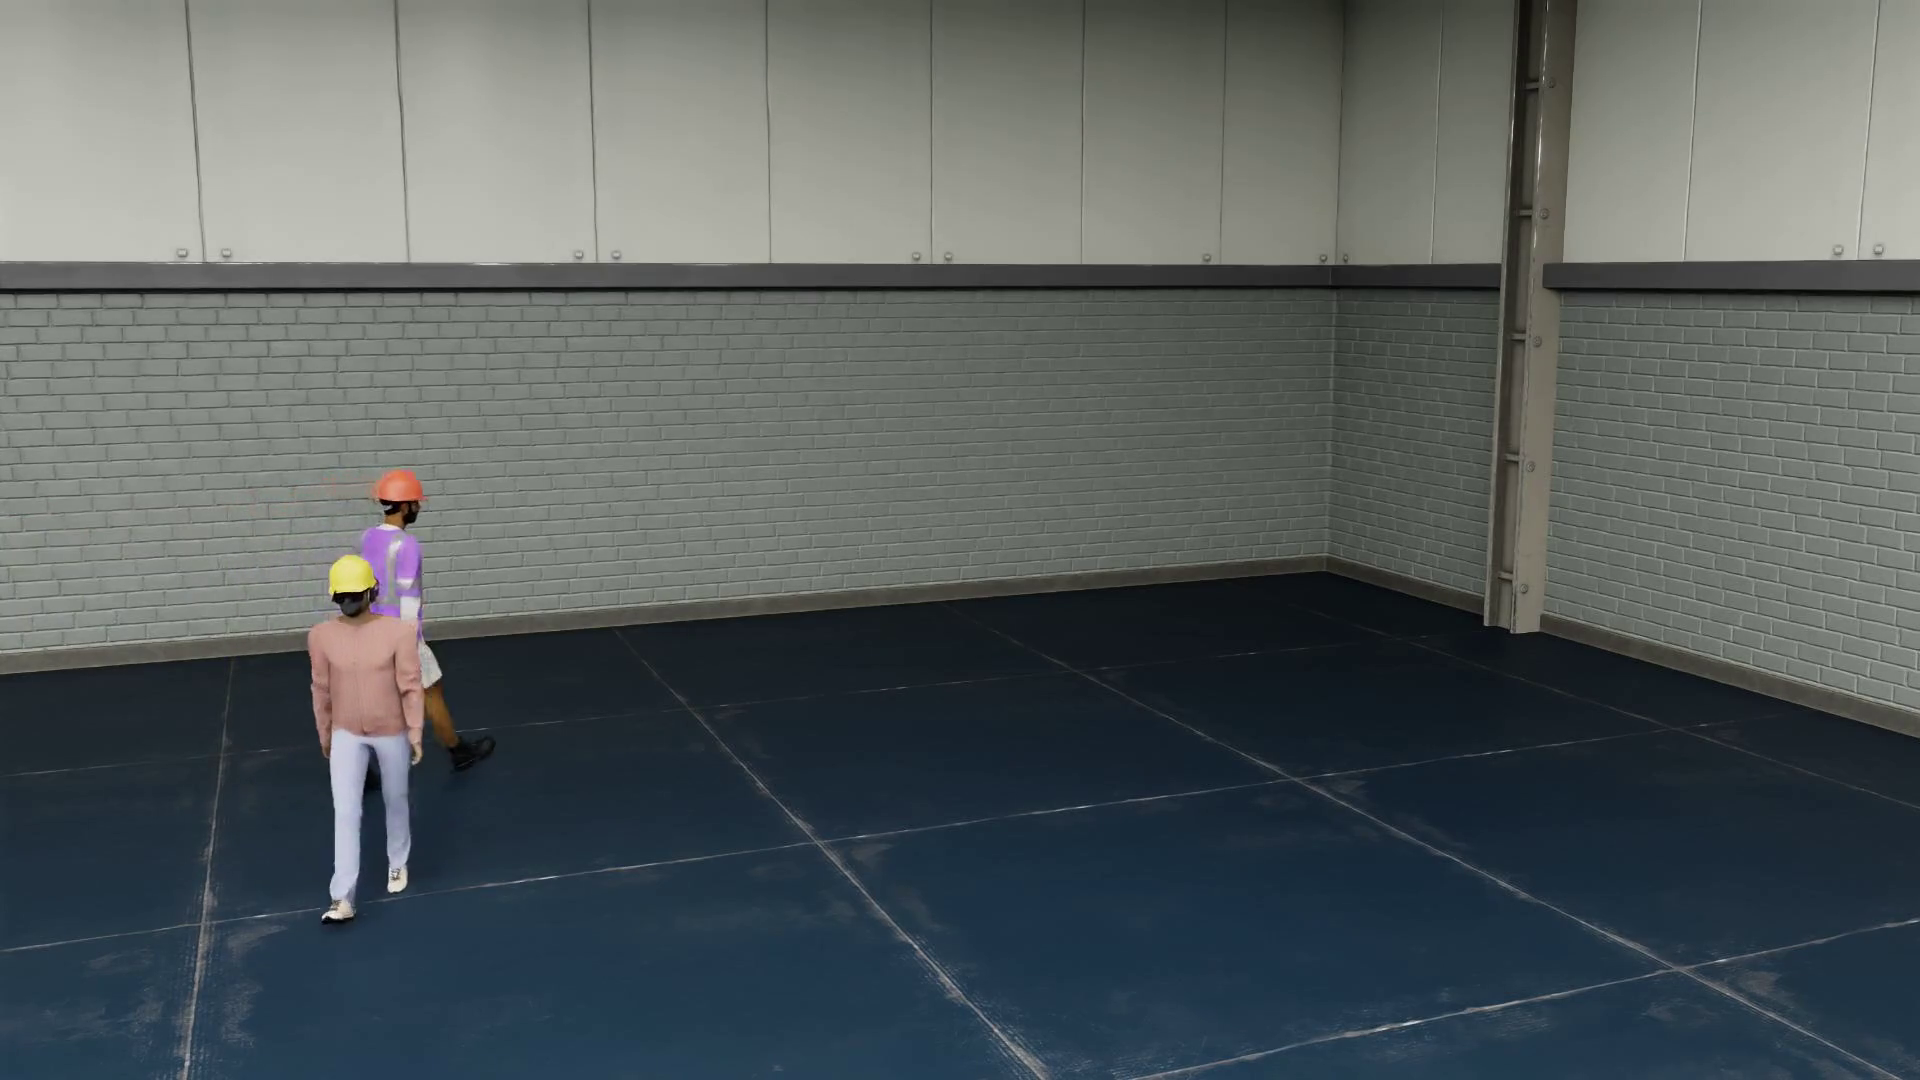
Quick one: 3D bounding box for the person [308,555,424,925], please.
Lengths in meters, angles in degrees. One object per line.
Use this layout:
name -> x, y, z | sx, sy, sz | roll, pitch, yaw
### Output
person -> -2.807, 0.927, 7.879 | 0.538, 1.717, 0.896 | -1, 9, -7

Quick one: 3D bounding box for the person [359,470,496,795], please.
person -> -3.273, 0.525, 9.883 | 0.570, 1.883, 0.977 | 7, 11, 37
